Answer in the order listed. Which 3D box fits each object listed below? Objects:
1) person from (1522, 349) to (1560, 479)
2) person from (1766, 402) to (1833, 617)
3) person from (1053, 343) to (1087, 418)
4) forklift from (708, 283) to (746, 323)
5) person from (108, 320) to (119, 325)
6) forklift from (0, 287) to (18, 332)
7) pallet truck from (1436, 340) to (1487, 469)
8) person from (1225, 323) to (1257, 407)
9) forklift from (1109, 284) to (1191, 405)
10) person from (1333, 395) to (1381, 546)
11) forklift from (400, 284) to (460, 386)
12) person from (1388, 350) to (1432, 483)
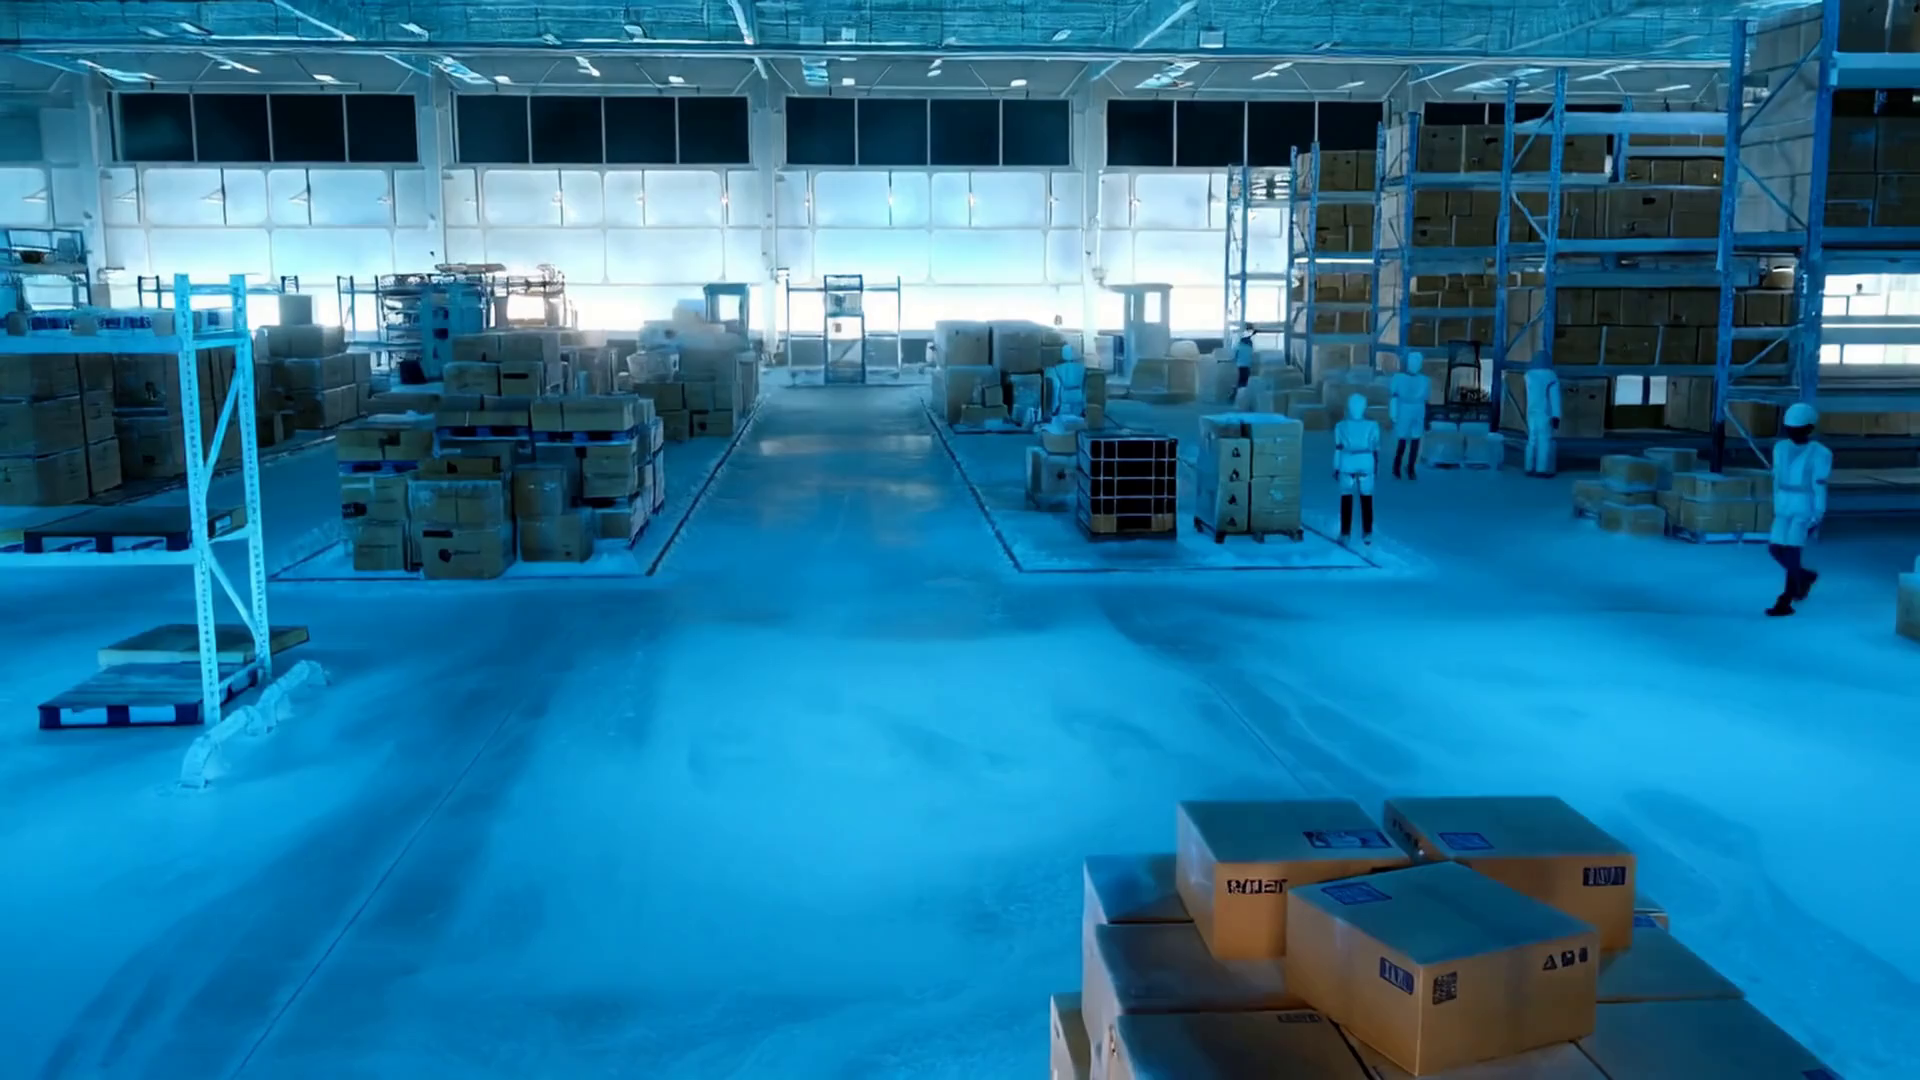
[{"bbox_3d":[8.624,-1.866,24.701,0.355,1.937,0.635,-5,10,-29],"label":"person"},{"bbox_3d":[7.486,-0.279,14.799,0.630,1.917,0.542,-5,11,-31],"label":"person"},{"bbox_3d":[1.797,-2.242,27.121,0.591,1.916,0.383,-4,10,-23],"label":"person"},{"bbox_3d":[-5.836,-5.083,41.948,1.129,2.768,1.873,-1,9,-4],"label":"forklift"},{"bbox_3d":[-21.478,-4.665,42.423,0.979,1.904,0.547,2,9,11],"label":"person"},{"bbox_3d":[-16.254,-2.887,28.159,1.873,2.768,1.129,-1,9,-4],"label":"forklift"},{"bbox_3d":[8.004,-2.170,26.422,0.823,1.965,1.885,2,9,14],"label":"pallet truck"},{"bbox_3d":[6.357,-3.907,37.463,0.636,1.949,0.691,1,9,4],"label":"person"},{"bbox_3d":[4.525,-4.645,39.195,1.129,2.768,1.873,-5,10,-28],"label":"forklift"},{"bbox_3d":[4.433,-0.776,18.623,0.538,1.690,0.322,-1,9,-3],"label":"person"},{"bbox_3d":[-11.964,-4.501,38.294,1.873,2.768,1.129,7,11,37],"label":"forklift"},{"bbox_3d":[6.556,-1.788,24.166,0.635,1.946,0.411,-1,9,-4],"label":"person"}]
